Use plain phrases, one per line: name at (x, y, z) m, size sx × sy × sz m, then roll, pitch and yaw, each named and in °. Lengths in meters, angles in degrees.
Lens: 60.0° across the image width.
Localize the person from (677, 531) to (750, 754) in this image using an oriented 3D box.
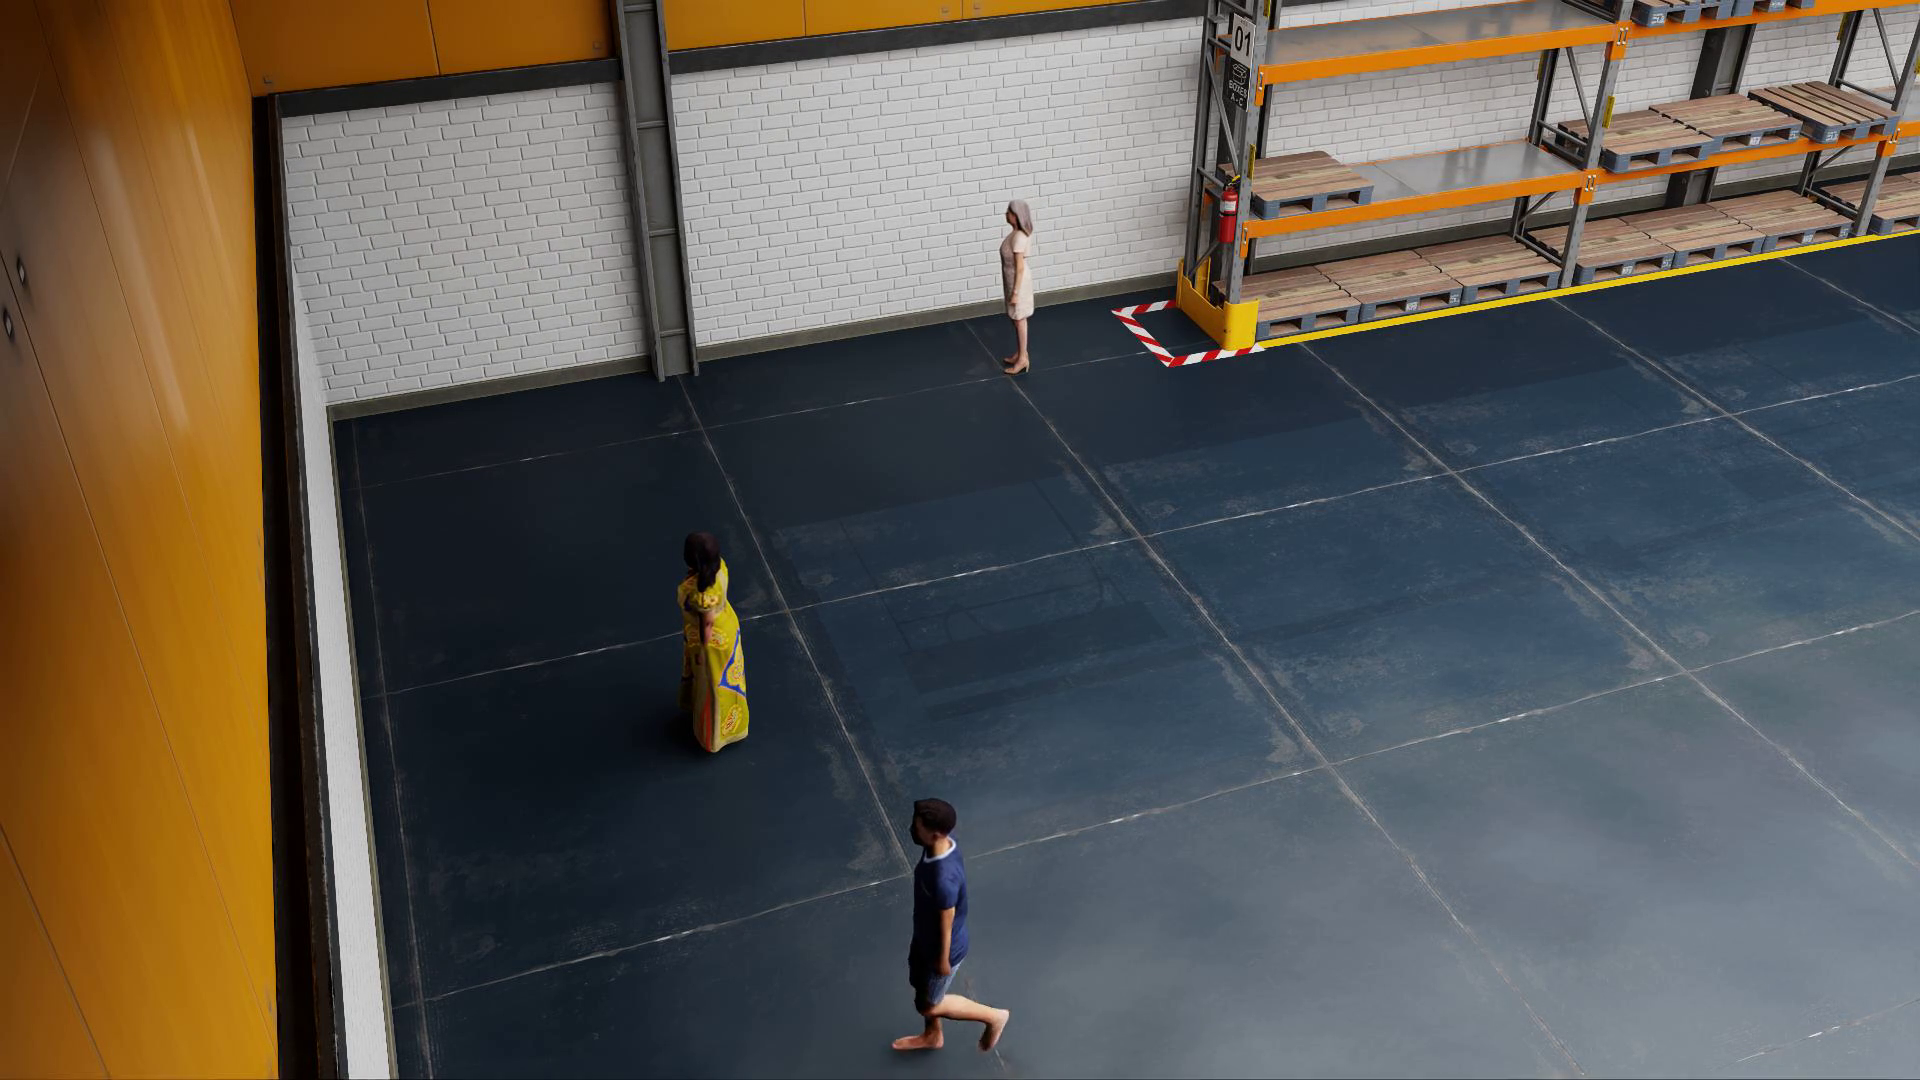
person at (-1.672, 0.640, 11.189) m, size 0.920 × 1.661 × 0.957 m, roll 0°, pitch 34°, yaw -1°

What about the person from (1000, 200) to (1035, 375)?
person at (0.552, -2.387, 15.676) m, size 0.690 × 1.735 × 0.683 m, roll 3°, pitch 34°, yaw 5°

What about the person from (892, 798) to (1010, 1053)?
person at (-0.040, 2.101, 8.838) m, size 0.931 × 1.831 × 0.729 m, roll -5°, pitch 34°, yaw -7°
